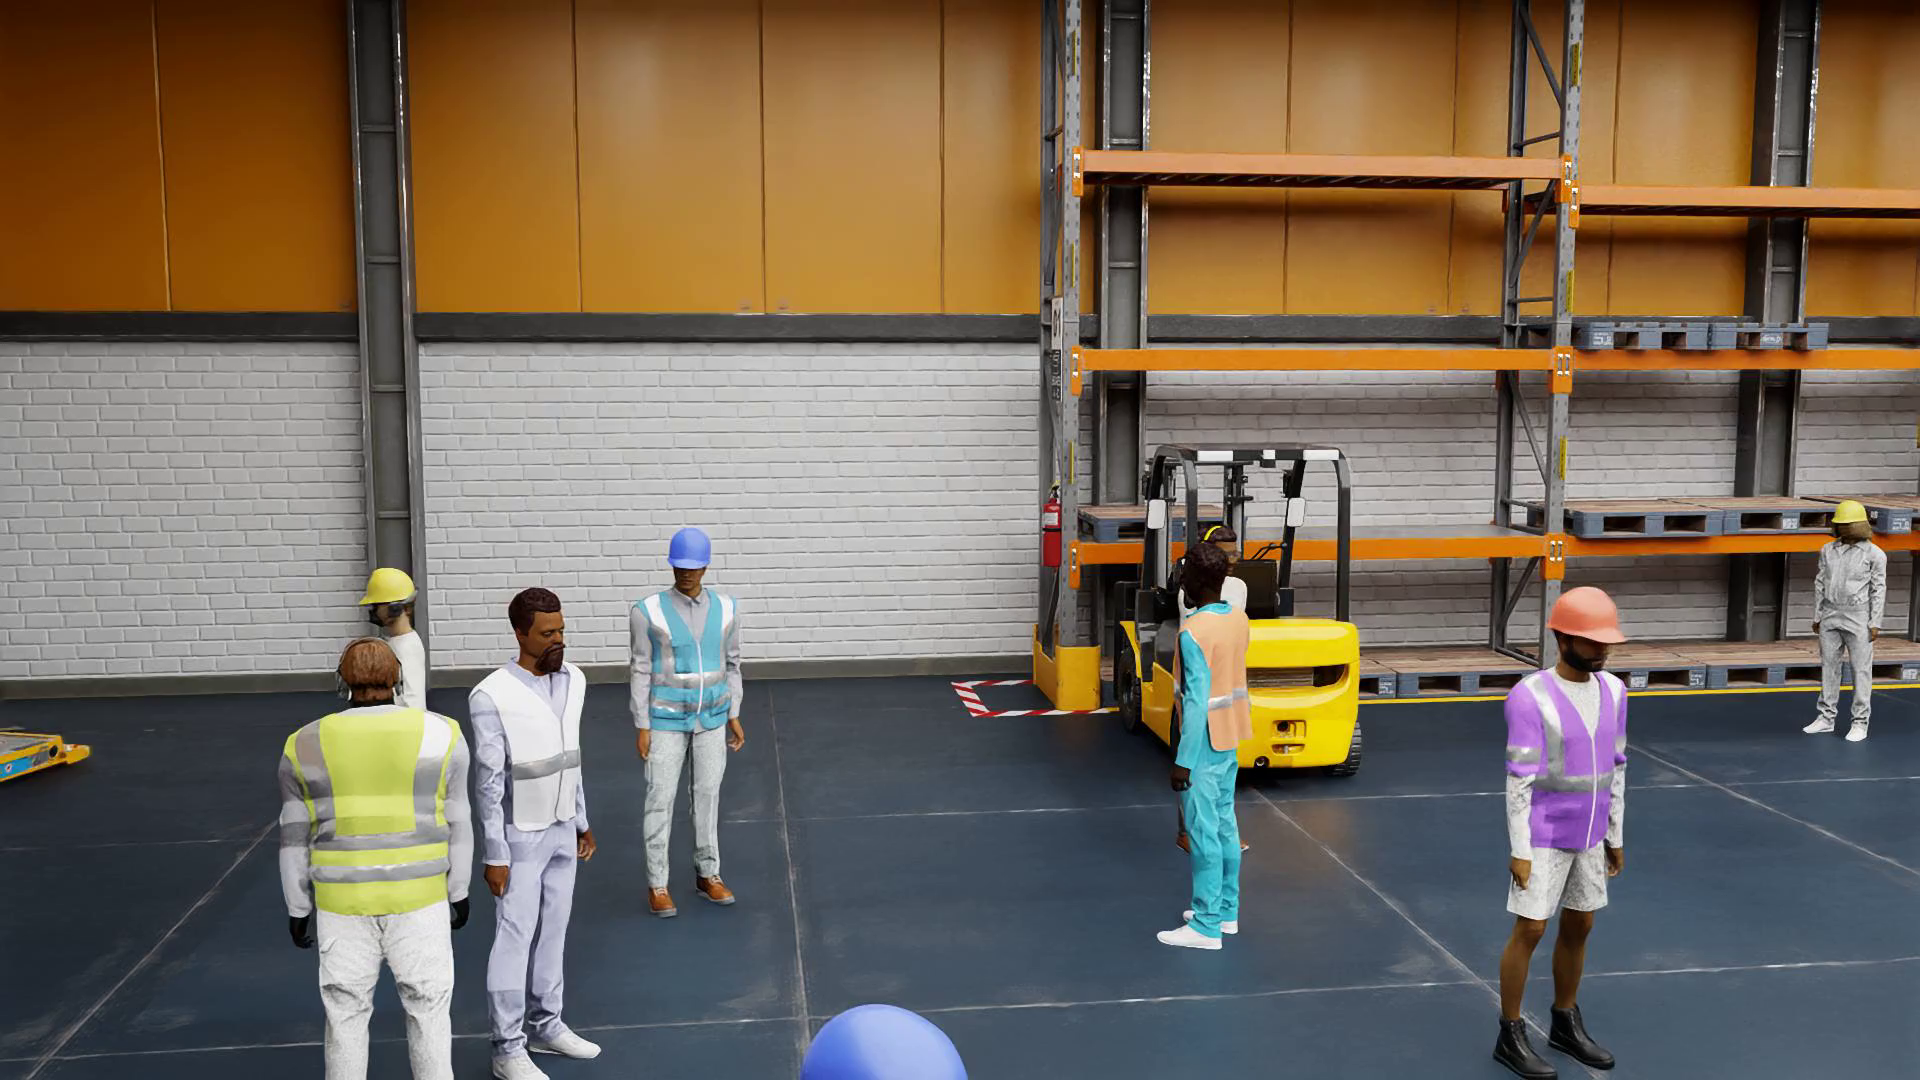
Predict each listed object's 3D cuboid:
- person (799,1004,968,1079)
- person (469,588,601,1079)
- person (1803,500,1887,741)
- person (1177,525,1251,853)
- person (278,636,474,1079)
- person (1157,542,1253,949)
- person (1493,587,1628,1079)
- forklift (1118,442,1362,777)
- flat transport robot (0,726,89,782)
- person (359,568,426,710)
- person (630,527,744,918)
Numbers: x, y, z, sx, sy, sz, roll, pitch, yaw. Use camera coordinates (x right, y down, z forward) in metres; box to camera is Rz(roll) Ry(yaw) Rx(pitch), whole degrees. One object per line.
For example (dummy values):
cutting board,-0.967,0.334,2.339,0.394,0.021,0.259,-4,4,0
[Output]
person,-0.063,1.594,2.319,0.415,1.939,0.605,5,8,38
person,-1.657,1.131,6.458,0.374,1.915,0.596,3,7,24
person,6.412,0.579,12.047,0.319,1.741,0.492,-4,8,-33
person,1.429,0.837,9.303,0.504,1.861,0.329,-5,8,-37
person,-2.034,1.251,5.836,0.641,1.833,0.431,-2,7,-14
person,1.181,0.967,7.882,0.382,1.918,0.596,4,8,30
person,2.356,1.131,6.424,0.544,1.928,0.401,-3,7,-23
forklift,1.912,0.418,11.496,1.214,2.155,2.313,-1,7,-8
flat transport robot,-6.417,1.458,10.733,0.652,0.197,1.431,1,7,12
person,-2.752,1.012,8.160,0.318,1.766,0.535,-3,7,-23
person,-1.363,0.899,8.372,0.605,1.944,0.402,-4,8,-33
